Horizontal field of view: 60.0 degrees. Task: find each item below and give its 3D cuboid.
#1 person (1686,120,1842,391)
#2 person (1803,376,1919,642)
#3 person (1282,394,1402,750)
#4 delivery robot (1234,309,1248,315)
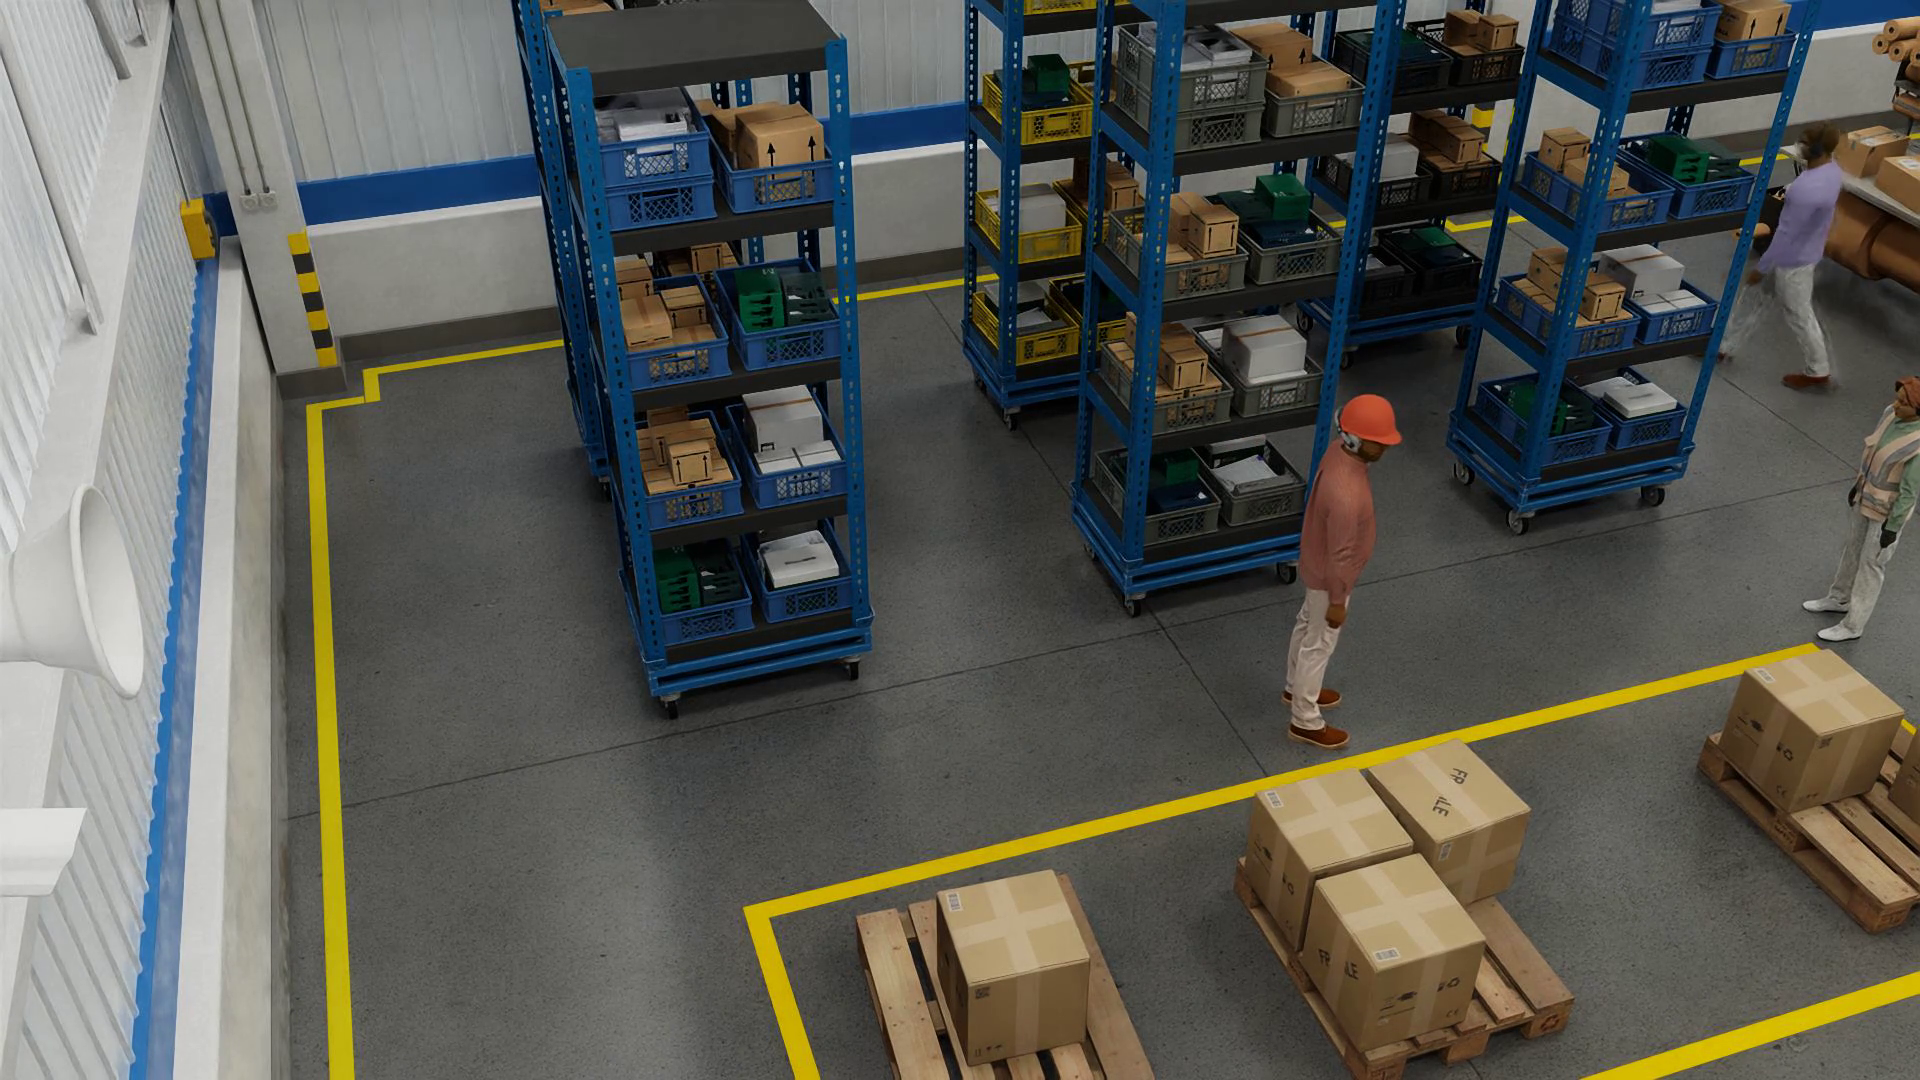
[{"bbox_3d":[5.723,-1.939,11.394,1.017,1.889,0.646,18,39,24],"label":"person"},{"bbox_3d":[5.036,-0.175,9.108,0.313,1.634,0.514,3,35,4],"label":"person"},{"bbox_3d":[1.890,0.144,8.346,0.391,1.991,0.612,4,35,6],"label":"person"},{"bbox_3d":[2.252,-2.022,12.575,0.477,0.478,0.707,29,44,35],"label":"delivery robot"}]
